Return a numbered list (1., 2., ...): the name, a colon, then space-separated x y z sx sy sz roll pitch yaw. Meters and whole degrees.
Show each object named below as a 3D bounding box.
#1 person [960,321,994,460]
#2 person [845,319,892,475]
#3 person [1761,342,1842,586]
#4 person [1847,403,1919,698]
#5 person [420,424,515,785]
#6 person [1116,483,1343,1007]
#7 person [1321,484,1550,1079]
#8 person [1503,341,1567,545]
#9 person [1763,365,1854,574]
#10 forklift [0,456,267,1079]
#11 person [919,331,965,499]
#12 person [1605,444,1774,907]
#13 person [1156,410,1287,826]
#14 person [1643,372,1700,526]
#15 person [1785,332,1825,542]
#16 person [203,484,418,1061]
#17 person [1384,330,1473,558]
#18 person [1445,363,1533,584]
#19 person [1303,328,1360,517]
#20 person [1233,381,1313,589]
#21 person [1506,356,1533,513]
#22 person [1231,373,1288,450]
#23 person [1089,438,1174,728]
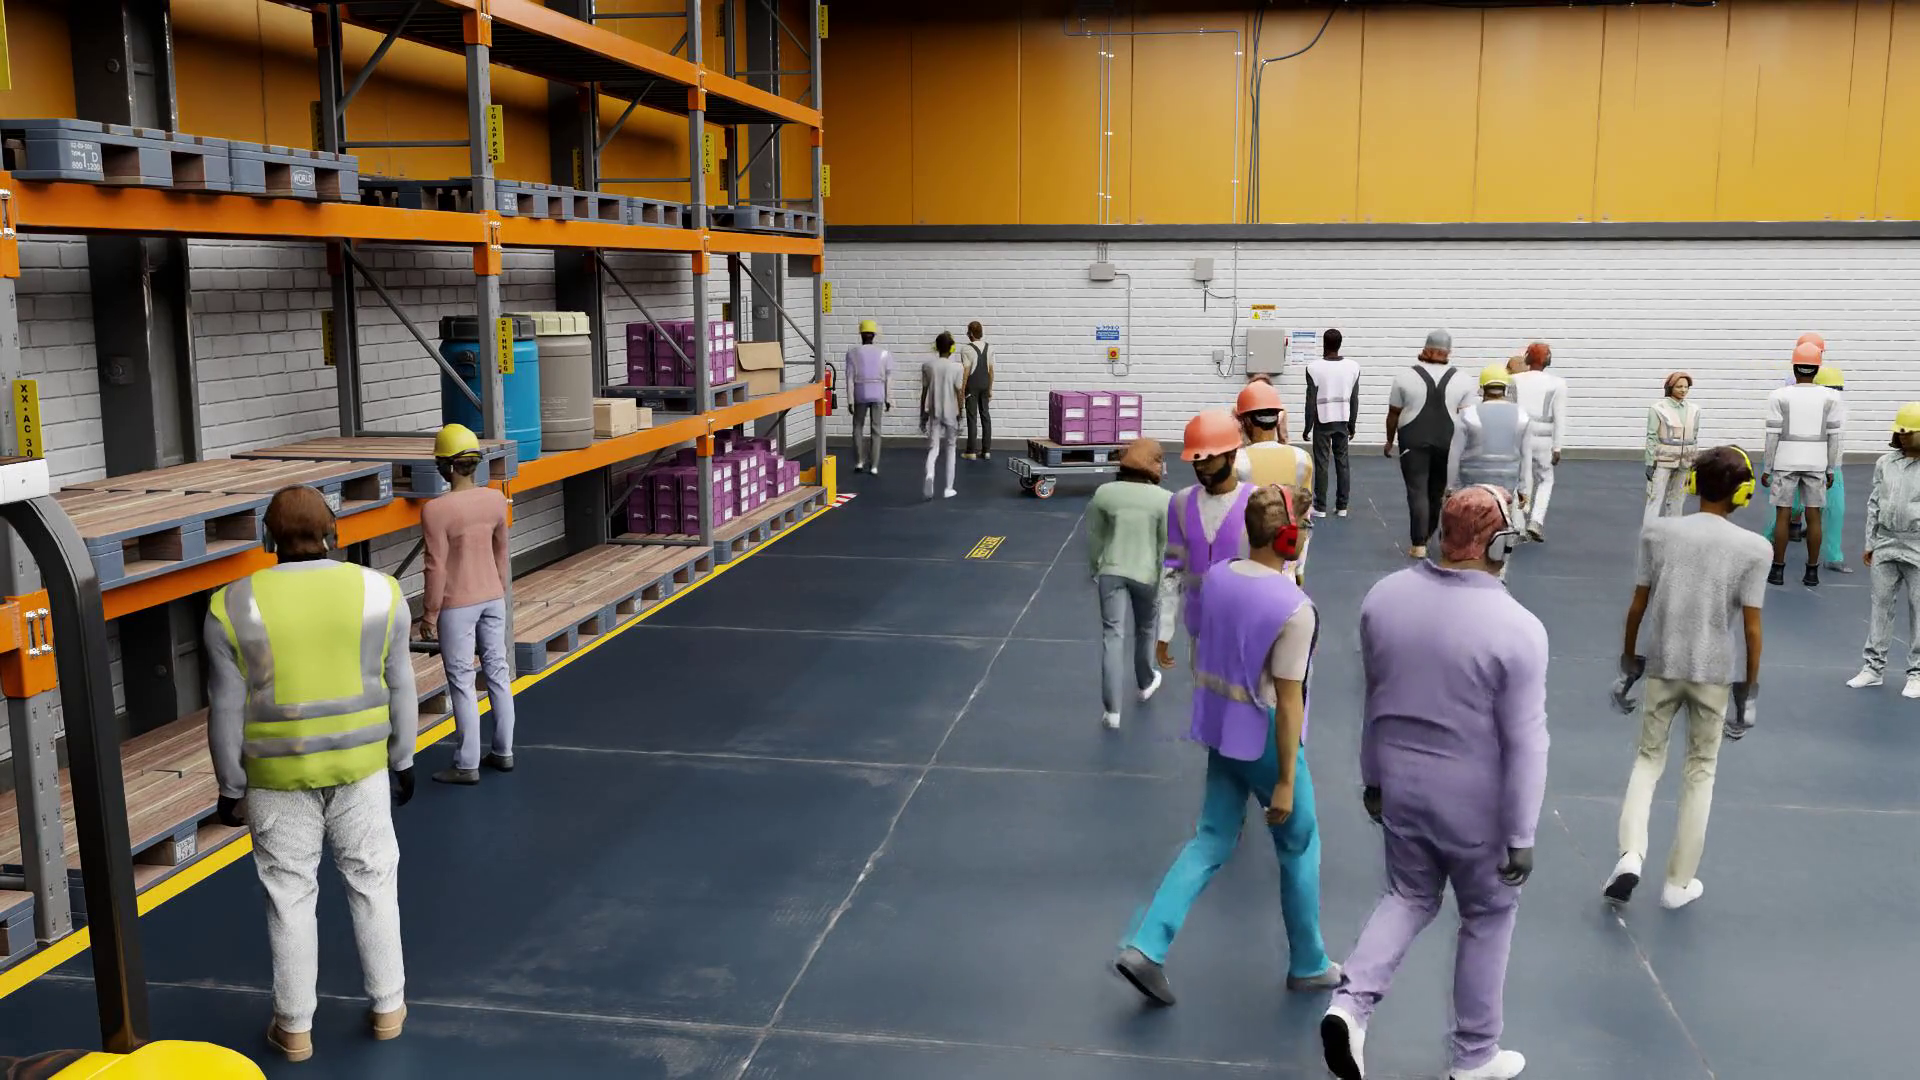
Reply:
1. person: 0.214 -1.983 22.084 0.508 1.845 0.345 -6 11 -33
2. person: -1.141 -1.769 20.584 0.590 1.900 0.738 -2 9 -11
3. person: 6.681 -0.598 13.249 0.542 1.939 0.361 3 10 16
4. person: 5.579 0.059 9.821 0.311 1.737 0.483 -7 11 -35
5. person: -2.424 0.315 8.149 0.314 1.769 0.524 5 11 30
6. person: 0.956 0.703 5.630 0.881 1.817 0.580 -5 10 -28
7. person: 1.434 0.766 4.980 0.680 1.886 0.658 -7 12 -37
8. person: 5.205 -0.874 15.172 0.594 1.873 0.405 5 10 29
9. person: 7.211 -0.622 14.074 0.527 1.732 0.867 -2 9 -14
10. forklift: -2.328 0.975 2.765 2.313 2.155 1.214 1 9 9
11. person: -0.211 -1.354 18.202 0.530 1.848 0.721 2 9 14
12. person: 2.814 0.552 6.479 0.549 1.838 0.572 7 12 37
13. person: 1.080 0.400 7.184 0.564 1.907 0.735 7 12 37
14. person: 6.161 -0.636 14.407 0.522 1.638 0.310 -2 10 -15
15. person: 7.826 -0.951 15.433 0.551 1.934 0.373 -3 10 -16
16. person: -2.063 0.735 5.337 0.634 1.839 0.429 -5 11 -30
17. person: 4.138 -0.895 14.767 0.691 2.000 1.049 1 9 5
18. person: 3.994 -0.436 12.651 0.596 1.814 0.542 0 9 -2
19. person: 3.777 -1.188 16.949 0.592 1.920 0.392 -2 9 -14
20. person: 1.577 0.131 8.791 0.543 1.928 0.371 -3 10 -17
21. person: 5.725 -1.076 17.139 0.501 1.631 0.286 -5 11 -29
22. person: 2.599 -0.651 14.542 0.519 1.628 0.438 0 9 1
23. person: 0.974 0.214 9.336 0.516 1.573 0.872 2 9 12
